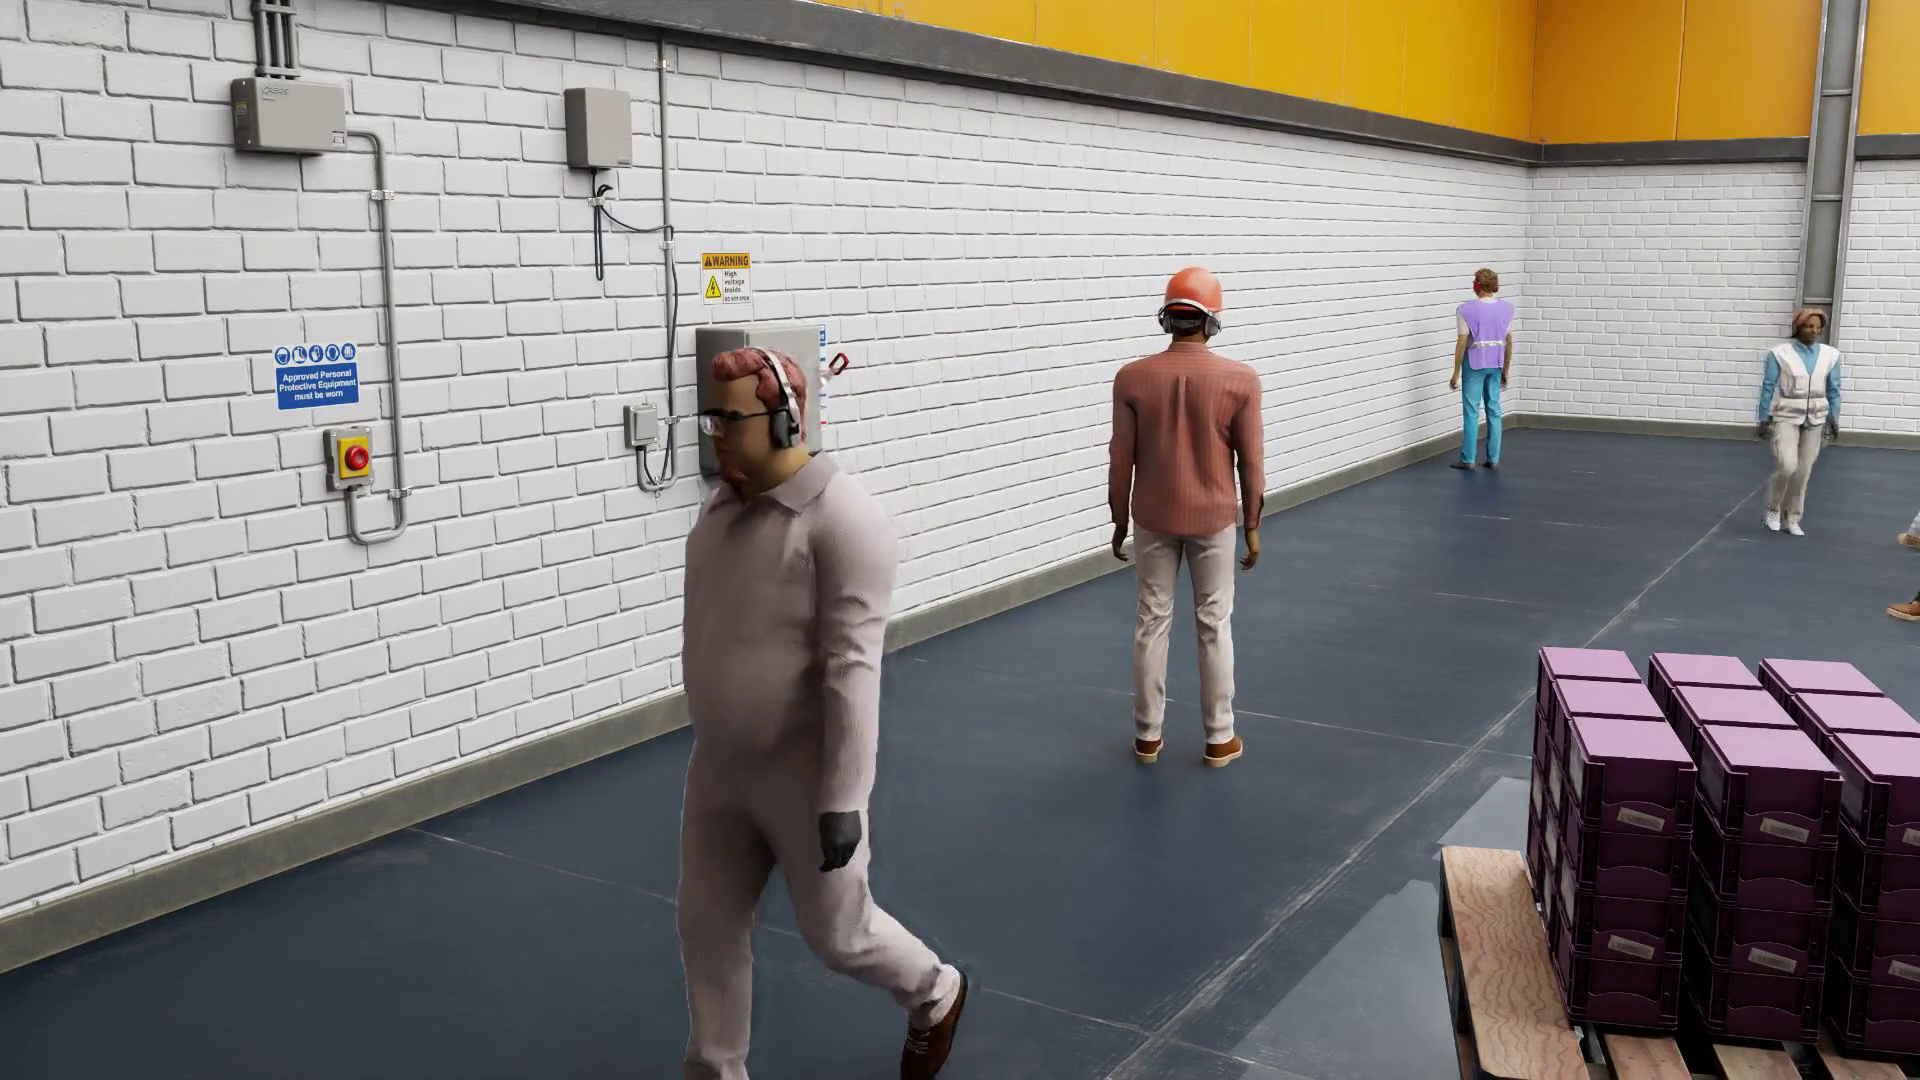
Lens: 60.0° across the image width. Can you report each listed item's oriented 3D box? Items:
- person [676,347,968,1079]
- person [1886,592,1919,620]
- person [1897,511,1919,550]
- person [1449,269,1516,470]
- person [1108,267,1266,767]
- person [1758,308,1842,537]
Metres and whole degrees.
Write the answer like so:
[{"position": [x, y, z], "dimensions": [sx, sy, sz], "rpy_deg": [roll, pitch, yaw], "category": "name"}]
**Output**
[{"position": [-0.360, 0.488, 3.823], "dimensions": [0.633, 1.876, 0.854], "rpy_deg": [9, 14, 41], "category": "person"}, {"position": [5.750, -0.480, 9.052], "dimensions": [1.058, 1.935, 0.620], "rpy_deg": [1, 10, 5], "category": "person"}, {"position": [6.692, -0.740, 10.919], "dimensions": [0.611, 1.791, 0.999], "rpy_deg": [-1, 10, -6], "category": "person"}, {"position": [4.778, -1.544, 15.199], "dimensions": [0.585, 1.837, 0.386], "rpy_deg": [-2, 10, -13], "category": "person"}, {"position": [0.907, -0.086, 6.671], "dimensions": [0.621, 1.992, 0.397], "rpy_deg": [3, 11, 15], "category": "person"}, {"position": [5.945, -0.825, 11.772], "dimensions": [0.533, 1.621, 0.381], "rpy_deg": [0, 10, 2], "category": "person"}]
